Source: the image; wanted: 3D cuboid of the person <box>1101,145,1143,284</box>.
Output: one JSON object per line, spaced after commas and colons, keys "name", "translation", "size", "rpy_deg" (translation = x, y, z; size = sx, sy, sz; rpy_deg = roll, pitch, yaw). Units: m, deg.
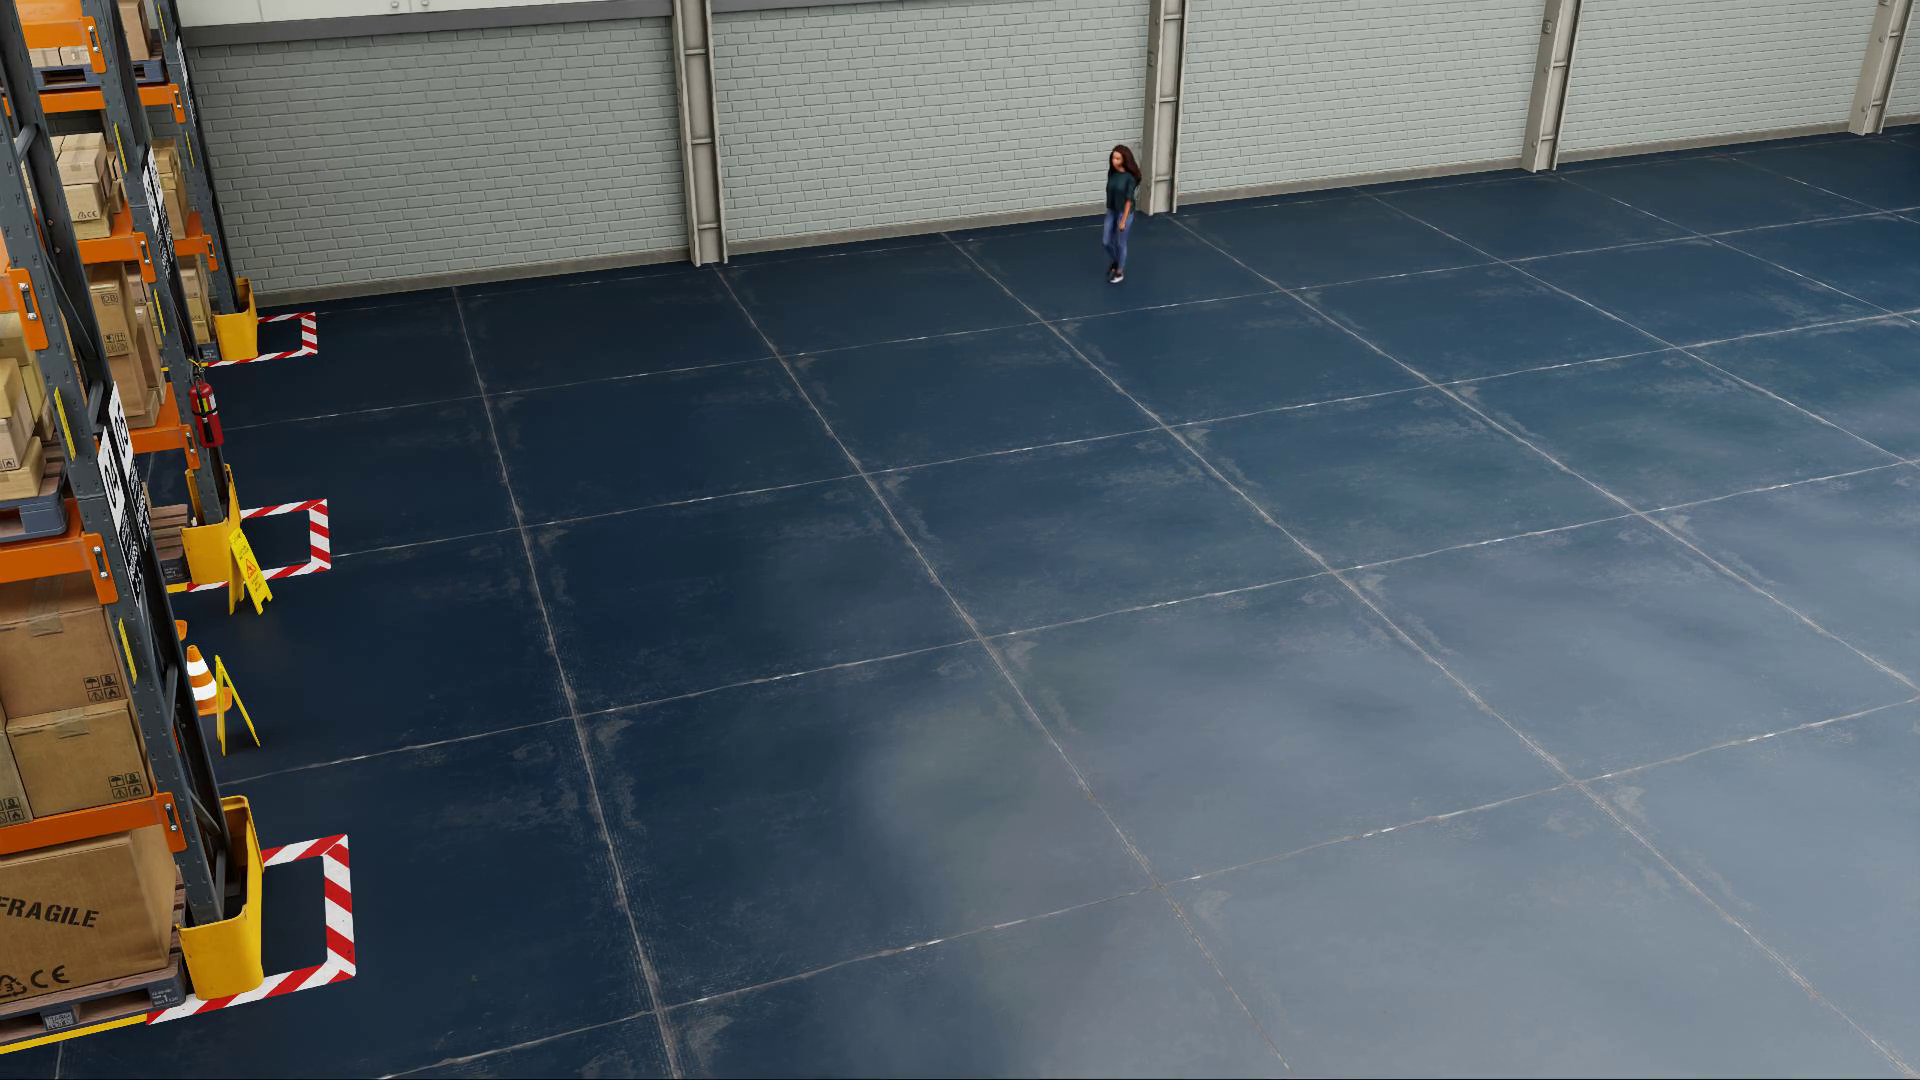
{"name": "person", "translation": [1.892, -3.747, 19.087], "size": [0.723, 1.606, 0.696], "rpy_deg": [-25, 37, -39]}
